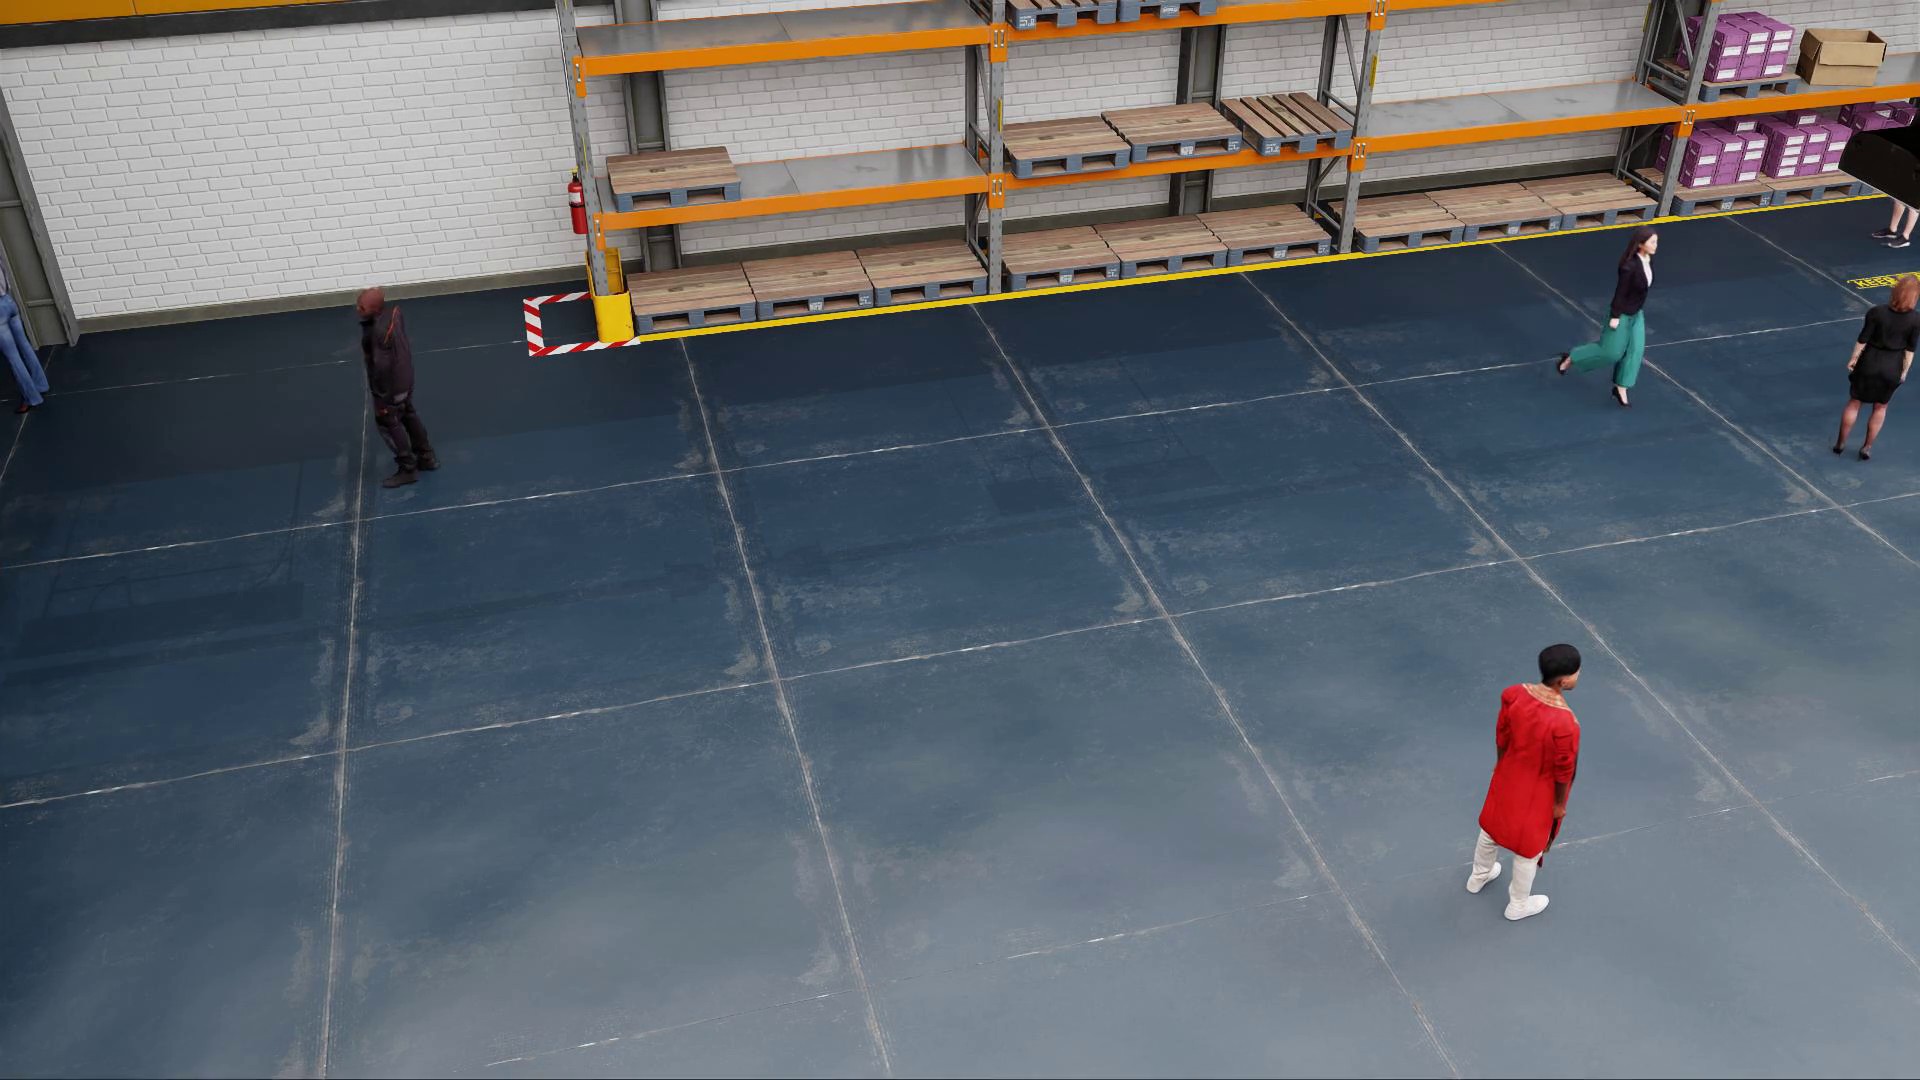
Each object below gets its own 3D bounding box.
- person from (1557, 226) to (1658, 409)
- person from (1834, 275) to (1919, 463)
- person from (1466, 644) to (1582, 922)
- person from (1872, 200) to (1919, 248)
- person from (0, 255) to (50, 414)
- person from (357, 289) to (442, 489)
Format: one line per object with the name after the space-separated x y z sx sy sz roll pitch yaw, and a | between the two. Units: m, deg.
5.914 -2.032 15.028 1.050 1.720 0.972 -28 42 -35 | person
7.828 -1.452 14.173 0.650 1.701 0.729 17 37 24 | person
3.314 1.409 9.707 0.717 1.879 0.753 -20 38 -27 | person
10.380 -4.047 18.033 0.544 1.750 0.585 -6 34 -8 | person
-8.578 -1.987 14.894 0.617 1.795 0.665 0 34 0 | person
-4.732 -1.333 13.870 0.769 1.838 0.799 6 34 9 | person
